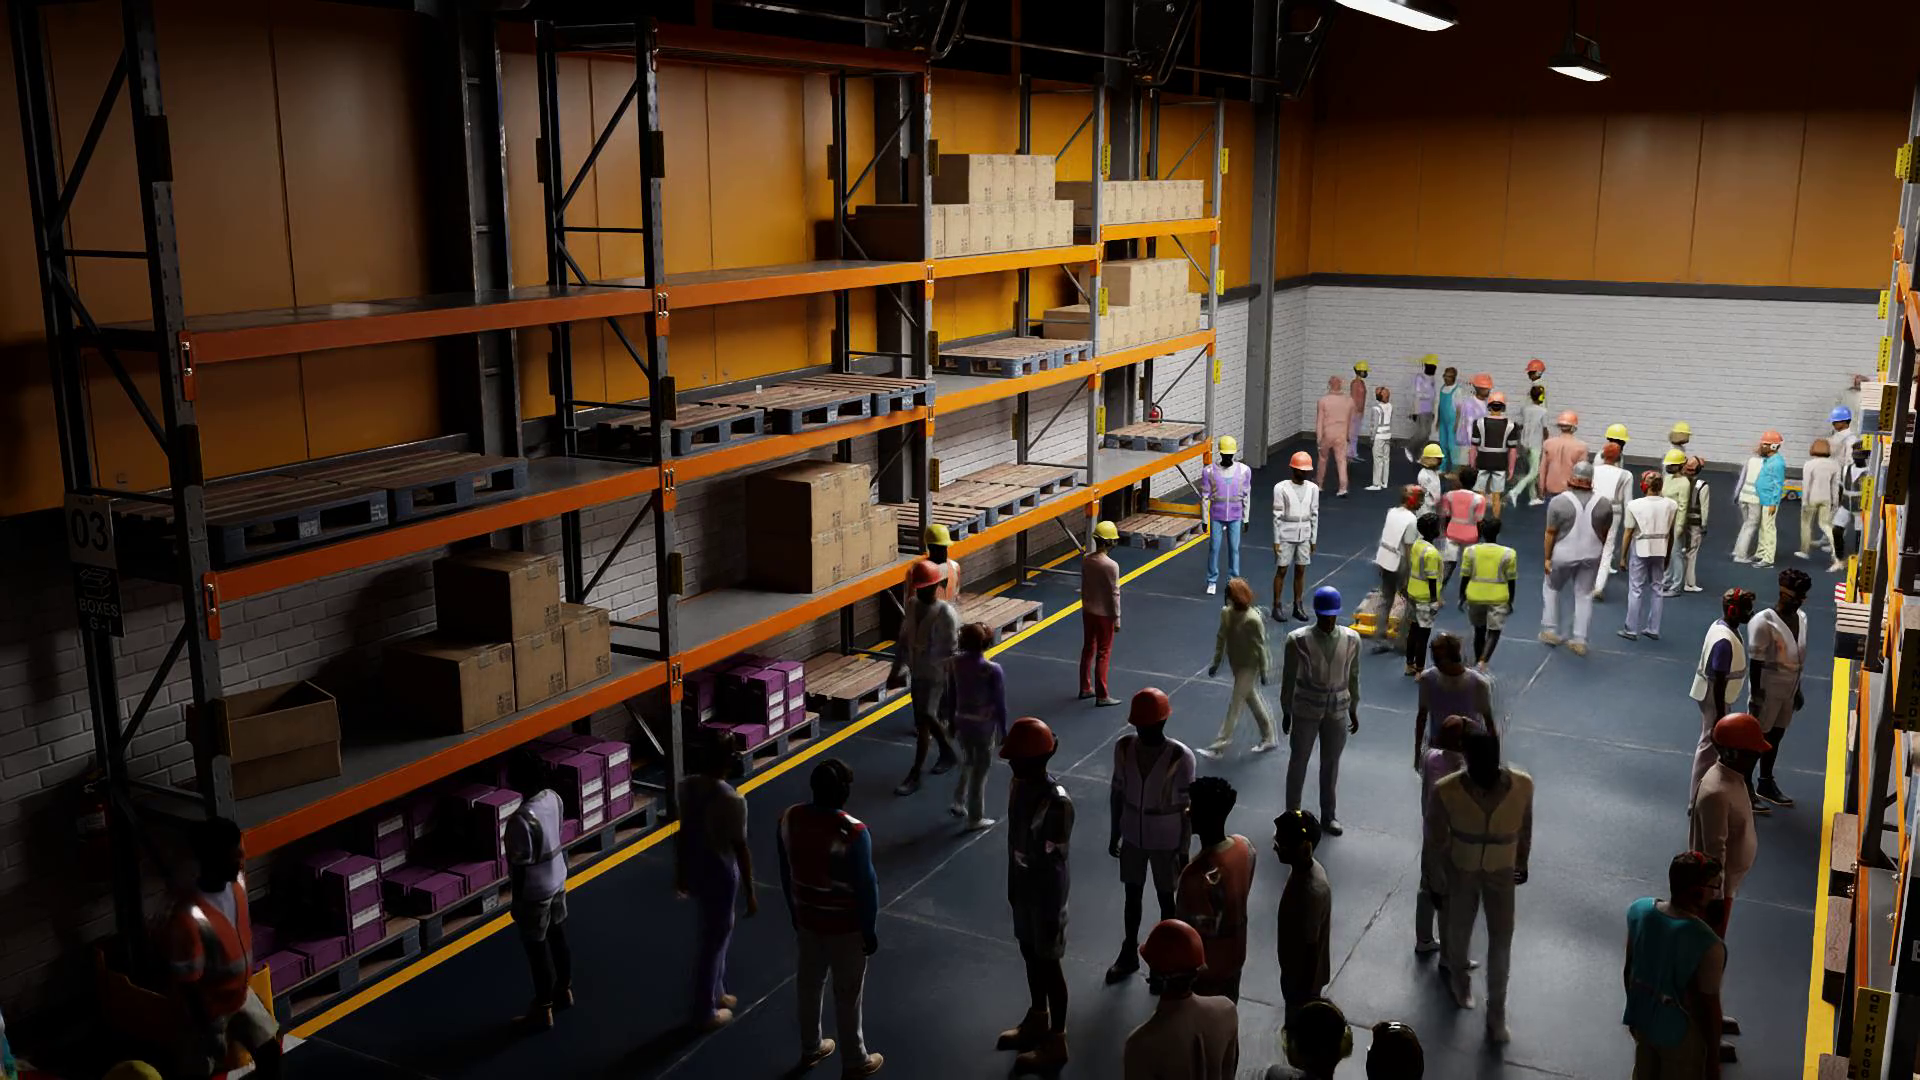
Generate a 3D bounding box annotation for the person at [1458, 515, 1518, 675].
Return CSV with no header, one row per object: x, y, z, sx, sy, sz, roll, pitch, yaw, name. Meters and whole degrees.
5.141,0.600,16.280,0.558,1.664,0.703,7,14,29,person

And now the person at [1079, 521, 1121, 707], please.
1.340,0.686,15.682,0.341,1.759,0.530,-8,15,-31,person

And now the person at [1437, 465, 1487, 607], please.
5.781,-0.036,19.109,0.764,1.673,0.540,-11,17,-42,person

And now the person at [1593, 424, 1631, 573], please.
8.023,-0.486,20.579,0.591,1.918,0.408,-12,17,-42,person

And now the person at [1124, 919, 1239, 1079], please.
0.886,2.520,6.925,0.608,1.996,0.380,-9,16,-36,person

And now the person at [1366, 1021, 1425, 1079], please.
1.653,2.719,6.400,0.504,1.839,0.348,-1,13,-3,person

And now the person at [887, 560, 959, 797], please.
-0.265,1.076,13.593,0.841,1.907,0.549,-11,17,-41,person

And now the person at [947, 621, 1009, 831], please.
0.141,1.421,12.695,0.374,1.627,0.514,-11,17,-42,person

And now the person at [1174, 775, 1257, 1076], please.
1.285,2.160,8.605,0.365,1.965,0.608,9,15,34,person

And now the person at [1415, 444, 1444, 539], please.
5.673,-0.303,20.136,0.296,1.744,0.484,7,15,30,person

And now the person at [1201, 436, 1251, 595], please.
3.143,-0.286,19.679,0.581,1.919,0.393,0,13,1,person

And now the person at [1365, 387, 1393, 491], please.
6.608,-1.593,26.139,0.307,1.645,0.514,12,17,42,person

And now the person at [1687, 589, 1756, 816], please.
5.890,1.261,12.941,0.391,1.836,0.561,6,14,26,person

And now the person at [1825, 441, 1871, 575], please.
11.062,-0.375,20.593,0.470,1.682,0.553,-7,15,-30,person

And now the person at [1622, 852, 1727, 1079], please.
3.390,2.370,7.957,0.388,1.837,0.563,-5,14,-21,person

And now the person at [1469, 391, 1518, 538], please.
7.251,-1.012,22.679,0.617,2.028,0.410,3,13,13,person

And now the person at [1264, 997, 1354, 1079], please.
1.406,2.690,6.596,0.984,1.810,0.500,-10,16,-38,person

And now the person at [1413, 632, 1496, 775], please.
3.529,1.519,11.843,0.580,1.805,0.452,7,14,29,person

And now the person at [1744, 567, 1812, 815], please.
6.411,1.170,13.056,0.603,1.959,0.379,-7,15,-30,person

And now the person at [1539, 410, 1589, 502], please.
7.704,-0.678,21.267,0.634,1.983,0.540,11,17,41,person

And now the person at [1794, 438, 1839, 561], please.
11.055,-0.499,21.330,0.500,1.602,0.672,-1,13,-6,person

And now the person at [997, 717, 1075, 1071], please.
0.406,1.968,9.330,0.408,2.035,0.601,-6,14,-25,person

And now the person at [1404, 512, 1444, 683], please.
4.578,0.562,16.366,0.319,1.699,0.532,-1,13,-4,person

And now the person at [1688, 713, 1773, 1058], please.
4.356,1.941,9.521,0.382,1.995,0.612,7,14,28,person

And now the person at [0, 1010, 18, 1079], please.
-4.215,2.591,6.995,0.429,1.831,0.633,4,13,18,person

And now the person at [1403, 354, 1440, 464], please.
7.923,-2.223,28.341,0.480,1.911,0.598,12,17,43,person

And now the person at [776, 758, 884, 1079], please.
-0.698,2.090,9.204,0.627,1.844,0.429,8,15,32,person

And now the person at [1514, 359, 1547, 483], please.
9.217,-1.910,26.767,0.388,1.992,0.618,1,13,3,person

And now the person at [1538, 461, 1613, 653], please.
6.458,0.136,17.499,0.702,2.000,0.707,1,13,4,person

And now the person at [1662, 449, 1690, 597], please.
8.405,-0.202,19.658,0.337,1.759,0.523,-1,13,-3,person

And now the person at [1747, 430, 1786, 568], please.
10.226,-0.524,21.100,0.335,1.749,0.575,2,13,7,person

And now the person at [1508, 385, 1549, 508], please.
8.504,-1.390,24.790,0.766,1.848,0.519,-6,14,-26,person

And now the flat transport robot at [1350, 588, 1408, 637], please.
4.792,0.807,18.494,0.652,0.197,1.431,5,14,22,flat transport robot

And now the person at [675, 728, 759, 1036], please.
-1.402,1.988,9.705,0.567,1.812,0.560,10,16,39,person

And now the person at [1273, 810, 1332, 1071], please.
1.709,2.248,8.461,0.333,1.860,0.509,1,13,5,person

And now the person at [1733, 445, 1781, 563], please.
10.157,-0.488,21.256,0.483,1.610,0.537,-4,13,-19,person

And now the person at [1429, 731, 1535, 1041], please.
3.055,1.962,9.750,0.624,1.850,0.820,2,13,7,person

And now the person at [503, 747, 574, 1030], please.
-2.492,2.035,9.789,0.317,1.691,0.534,2,13,11,person

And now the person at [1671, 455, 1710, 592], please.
8.703,-0.195,19.887,0.307,1.640,0.520,-8,15,-30,person

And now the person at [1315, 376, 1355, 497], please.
5.791,-1.600,25.722,0.663,1.864,0.999,-2,13,-10,person

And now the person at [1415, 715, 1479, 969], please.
3.090,1.896,10.527,0.310,1.640,0.514,-4,13,-19,person

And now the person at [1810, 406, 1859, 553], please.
11.572,-0.803,21.936,0.403,1.937,0.604,1,13,6,person

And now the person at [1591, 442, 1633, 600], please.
7.608,-0.236,19.642,0.580,1.845,0.973,7,14,28,person

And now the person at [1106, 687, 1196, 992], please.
1.154,1.823,10.188,0.552,1.932,0.377,8,15,30,person

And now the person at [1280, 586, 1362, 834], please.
2.726,1.285,12.564,0.615,1.945,0.405,-1,13,-6,person

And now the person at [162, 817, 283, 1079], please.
-3.572,2.273,8.194,0.830,1.929,0.620,2,13,8,person

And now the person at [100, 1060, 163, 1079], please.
-3.101,2.799,6.191,0.635,1.768,0.710,-1,13,-4,person

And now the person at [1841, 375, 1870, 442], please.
13.941,-1.662,25.975,0.429,1.869,0.749,3,13,11,person

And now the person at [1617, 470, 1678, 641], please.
7.351,0.177,17.774,0.561,1.838,0.392,-1,13,-6,person

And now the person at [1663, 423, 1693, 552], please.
9.405,-0.701,22.008,0.555,1.702,0.541,11,17,42,person

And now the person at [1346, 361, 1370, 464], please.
6.844,-2.198,28.591,0.333,1.761,0.527,8,15,30,person

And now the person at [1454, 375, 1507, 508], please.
7.709,-1.433,24.581,0.620,2.004,0.926,-11,16,-40,person

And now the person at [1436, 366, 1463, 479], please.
7.987,-1.923,27.181,0.344,1.837,0.505,-5,14,-23,person

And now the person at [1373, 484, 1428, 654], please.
4.584,0.311,17.210,0.595,1.811,0.607,-3,13,-14,person

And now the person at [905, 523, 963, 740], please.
-0.217,0.799,14.782,0.587,1.930,0.355,-11,17,-40,person

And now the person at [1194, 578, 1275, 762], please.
2.373,1.102,14.221,0.930,1.580,0.477,-6,14,-24,person

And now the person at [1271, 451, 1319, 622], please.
3.743,-0.036,18.534,0.546,1.933,0.381,-3,13,-14,person
